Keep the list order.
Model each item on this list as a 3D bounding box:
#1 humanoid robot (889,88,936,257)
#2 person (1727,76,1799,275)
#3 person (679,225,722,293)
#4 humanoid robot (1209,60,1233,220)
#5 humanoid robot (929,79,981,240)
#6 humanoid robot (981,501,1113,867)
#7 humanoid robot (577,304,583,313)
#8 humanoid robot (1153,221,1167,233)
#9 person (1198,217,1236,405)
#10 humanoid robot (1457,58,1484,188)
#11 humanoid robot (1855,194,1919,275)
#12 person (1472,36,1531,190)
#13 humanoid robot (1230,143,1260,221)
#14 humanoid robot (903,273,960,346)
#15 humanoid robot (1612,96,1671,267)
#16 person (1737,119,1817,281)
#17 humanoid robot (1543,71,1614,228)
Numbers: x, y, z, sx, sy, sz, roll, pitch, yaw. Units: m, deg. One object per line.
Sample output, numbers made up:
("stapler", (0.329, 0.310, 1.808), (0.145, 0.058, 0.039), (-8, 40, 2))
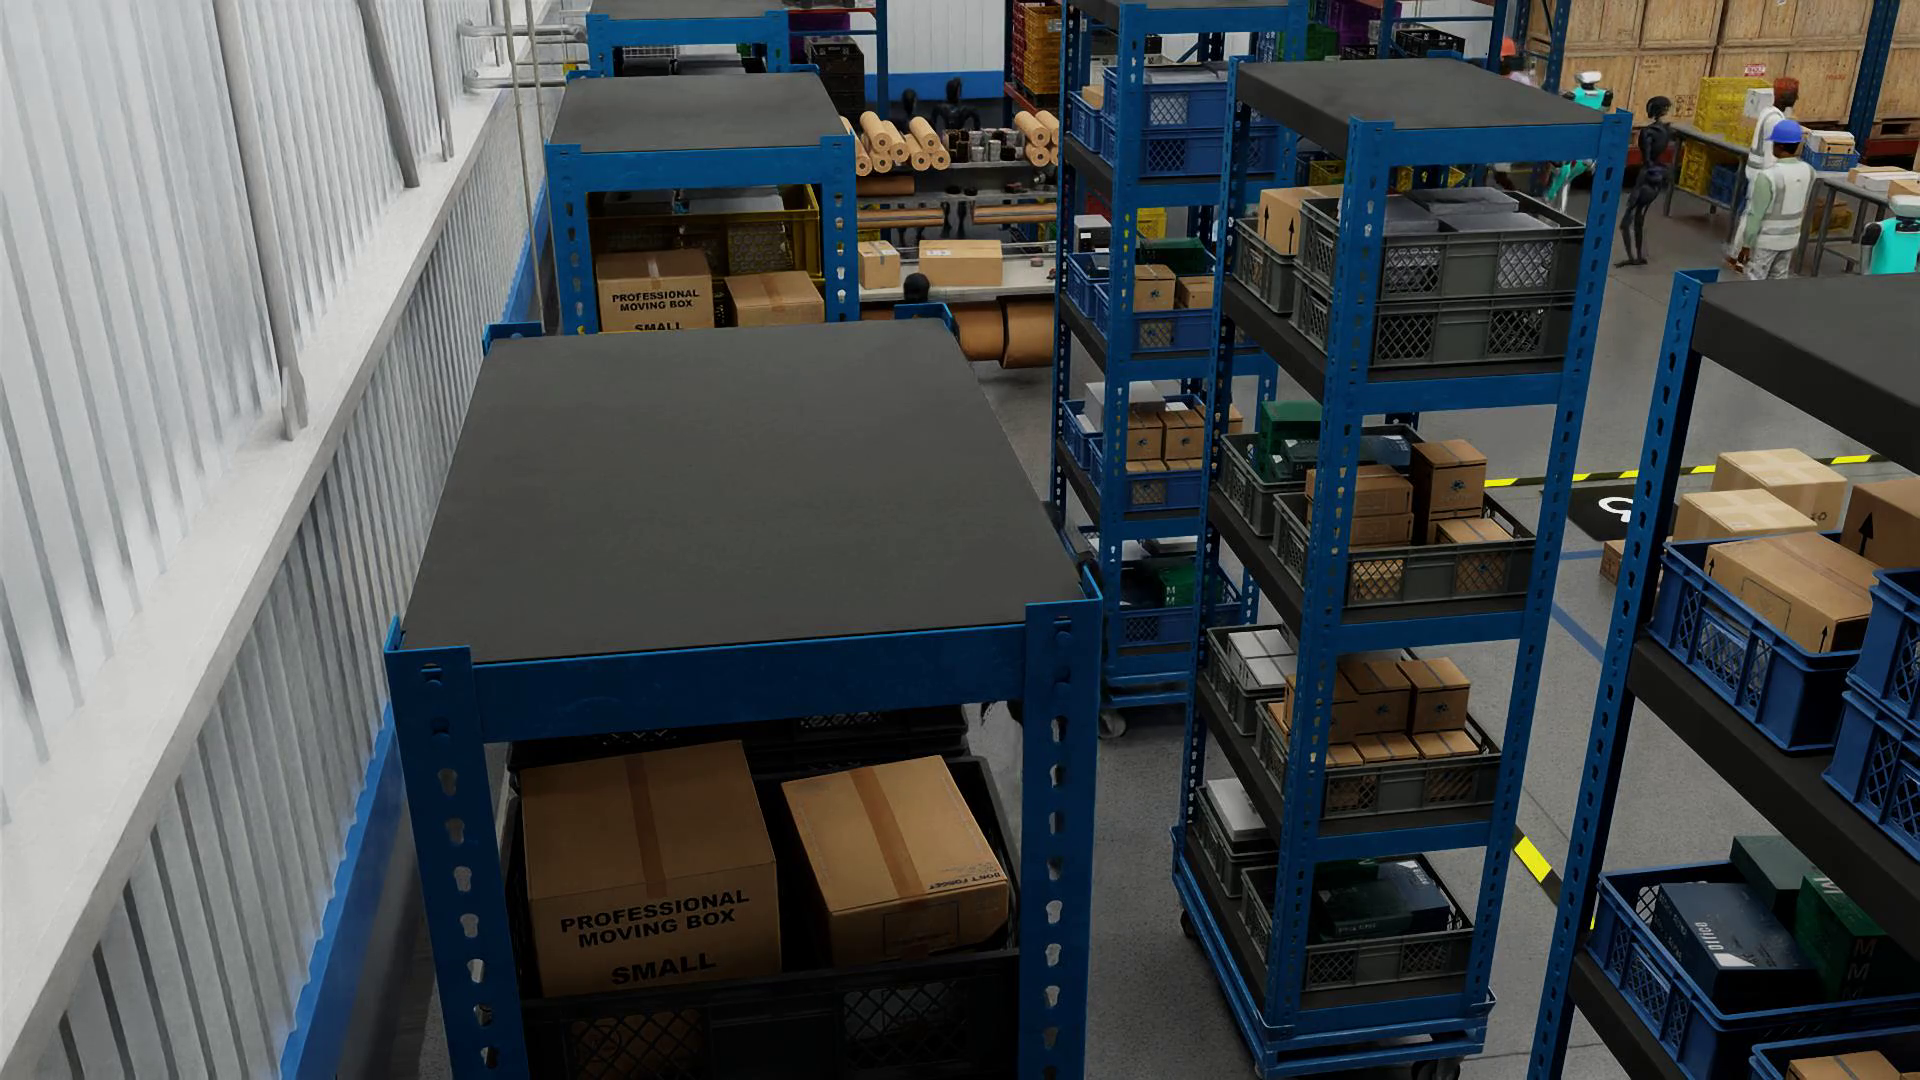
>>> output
("humanoid robot", (-0.484, -3.658, 16.579), (0.590, 1.659, 0.397), (-2, 25, -3))
("person", (7.701, -3.479, 15.929), (0.339, 1.883, 0.582), (7, 26, 16))
("person", (-2.195, -2.762, 14.273), (0.605, 1.965, 0.368), (-20, 31, -37))
("humanoid robot", (2.808, -4.101, 17.476), (0.721, 1.796, 0.531), (16, 29, 31))
("humanoid robot", (-0.037, -3.924, 17.160), (0.593, 1.644, 0.378), (5, 25, 10))
("humanoid robot", (0.397, 0.613, 7.350), (0.601, 1.621, 0.790), (-5, 25, -12))
("humanoid robot", (-2.647, -1.733, 12.276), (0.697, 1.770, 0.545), (-16, 29, -31))
("humanoid robot", (1.958, -3.992, 17.150), (0.533, 1.738, 0.690), (16, 29, 31))
("person", (1.693, -1.245, 11.108), (0.369, 1.852, 0.596), (-5, 25, -10))
("humanoid robot", (5.597, -4.434, 18.248), (0.384, 1.654, 0.599), (20, 32, 37))
("humanoid robot", (6.624, -1.539, 11.726), (0.533, 1.677, 0.735), (1, 25, 2))
("person", (5.656, -4.244, 17.424), (0.715, 2.028, 0.602), (-21, 32, -37))
("humanoid robot", (2.876, -3.715, 16.646), (0.538, 1.823, 0.663), (-12, 27, -25))
("humanoid robot", (-0.196, -0.858, 10.494), (0.609, 1.640, 0.448), (-14, 28, -27))
("humanoid robot", (6.674, -3.478, 16.165), (0.313, 1.650, 0.609), (15, 29, 29))
("person", (6.646, -2.463, 13.655), (0.611, 1.939, 0.412), (-11, 27, -23))
("humanoid robot", (6.258, -3.923, 17.154), (0.538, 1.864, 0.749), (-3, 25, -6))
